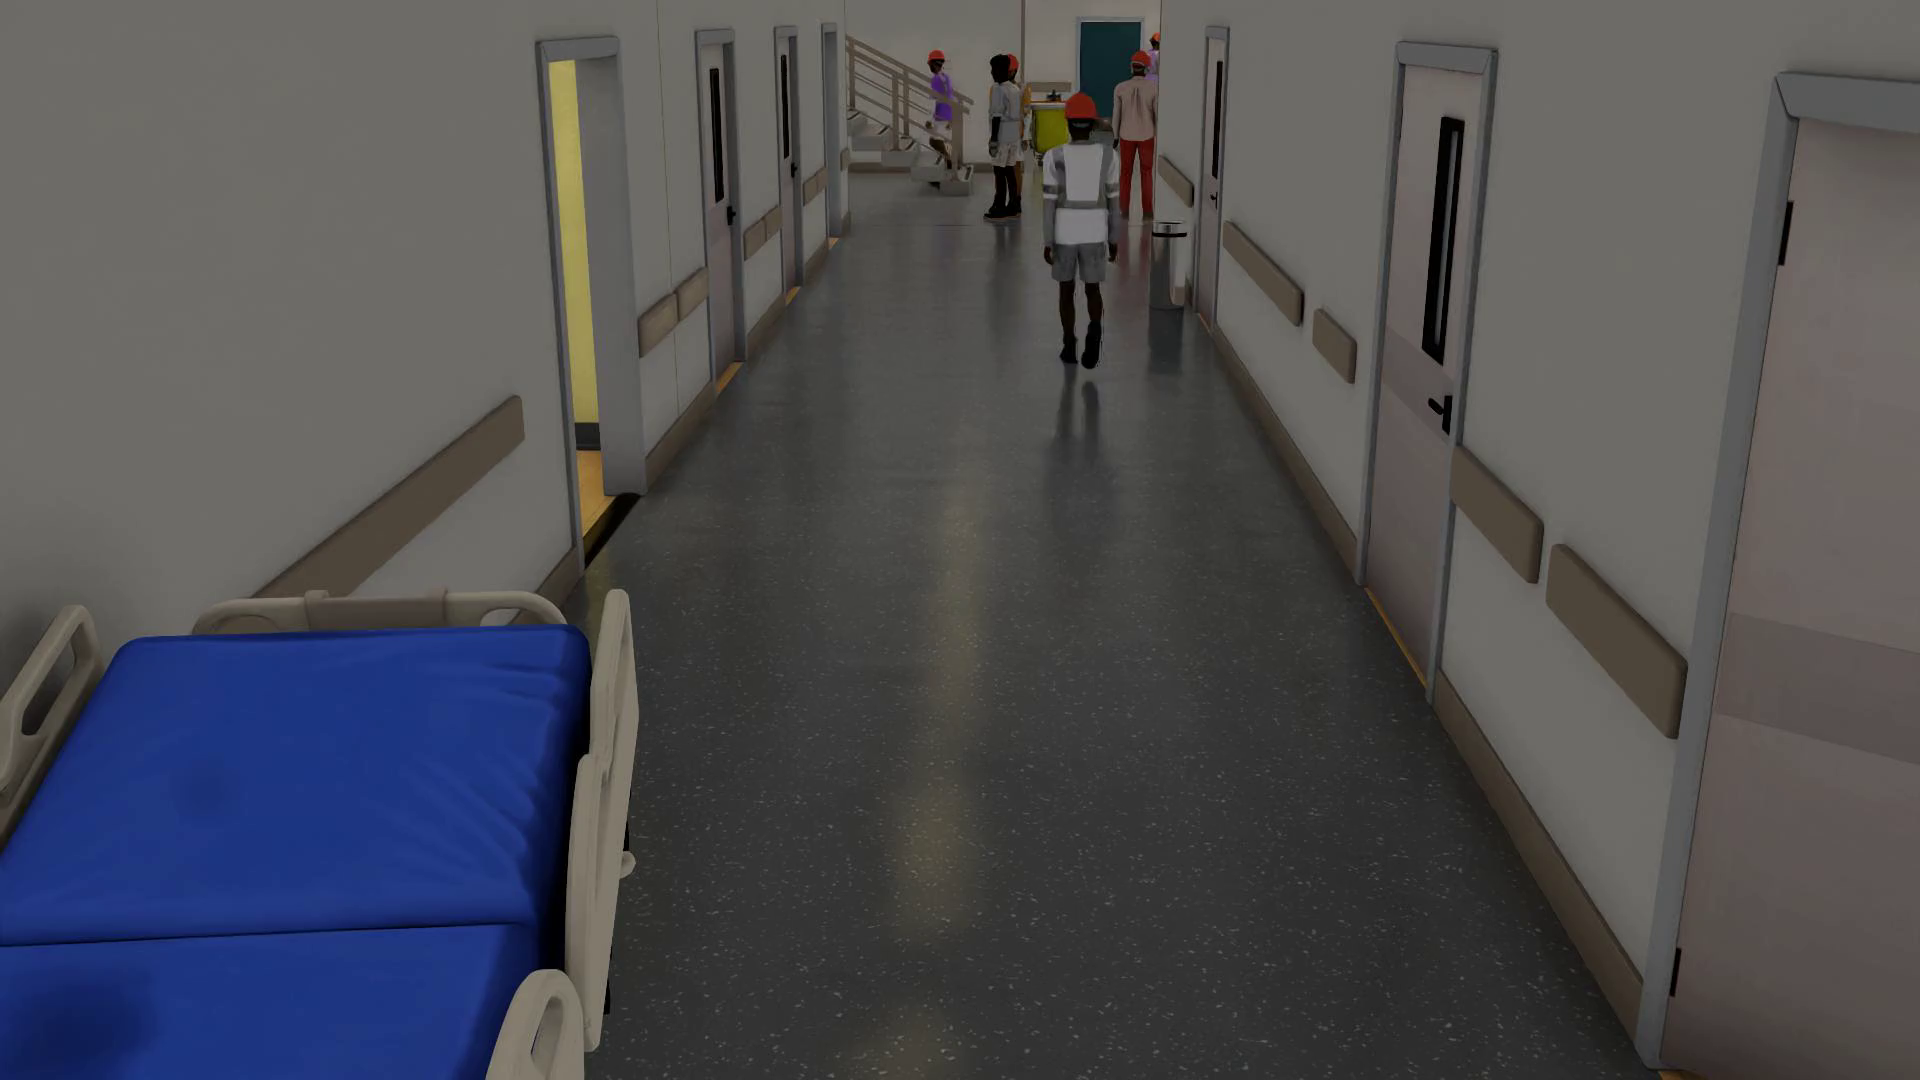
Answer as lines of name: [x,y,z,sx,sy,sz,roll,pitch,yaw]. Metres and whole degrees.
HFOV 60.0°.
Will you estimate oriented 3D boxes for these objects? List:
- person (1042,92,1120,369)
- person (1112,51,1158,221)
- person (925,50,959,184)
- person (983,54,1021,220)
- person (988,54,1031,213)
person: [0.844,-2.136,11.616,0.557,1.918,0.776,-1,18,-4]
person: [2.146,-4.865,20.059,0.623,1.992,0.396,5,18,15]
person: [-0.305,-6.154,24.258,0.435,1.908,0.598,3,18,9]
person: [0.522,-4.866,20.136,0.387,1.954,0.609,9,20,25]
person: [0.607,-5.068,20.785,0.543,1.941,0.353,5,18,14]
